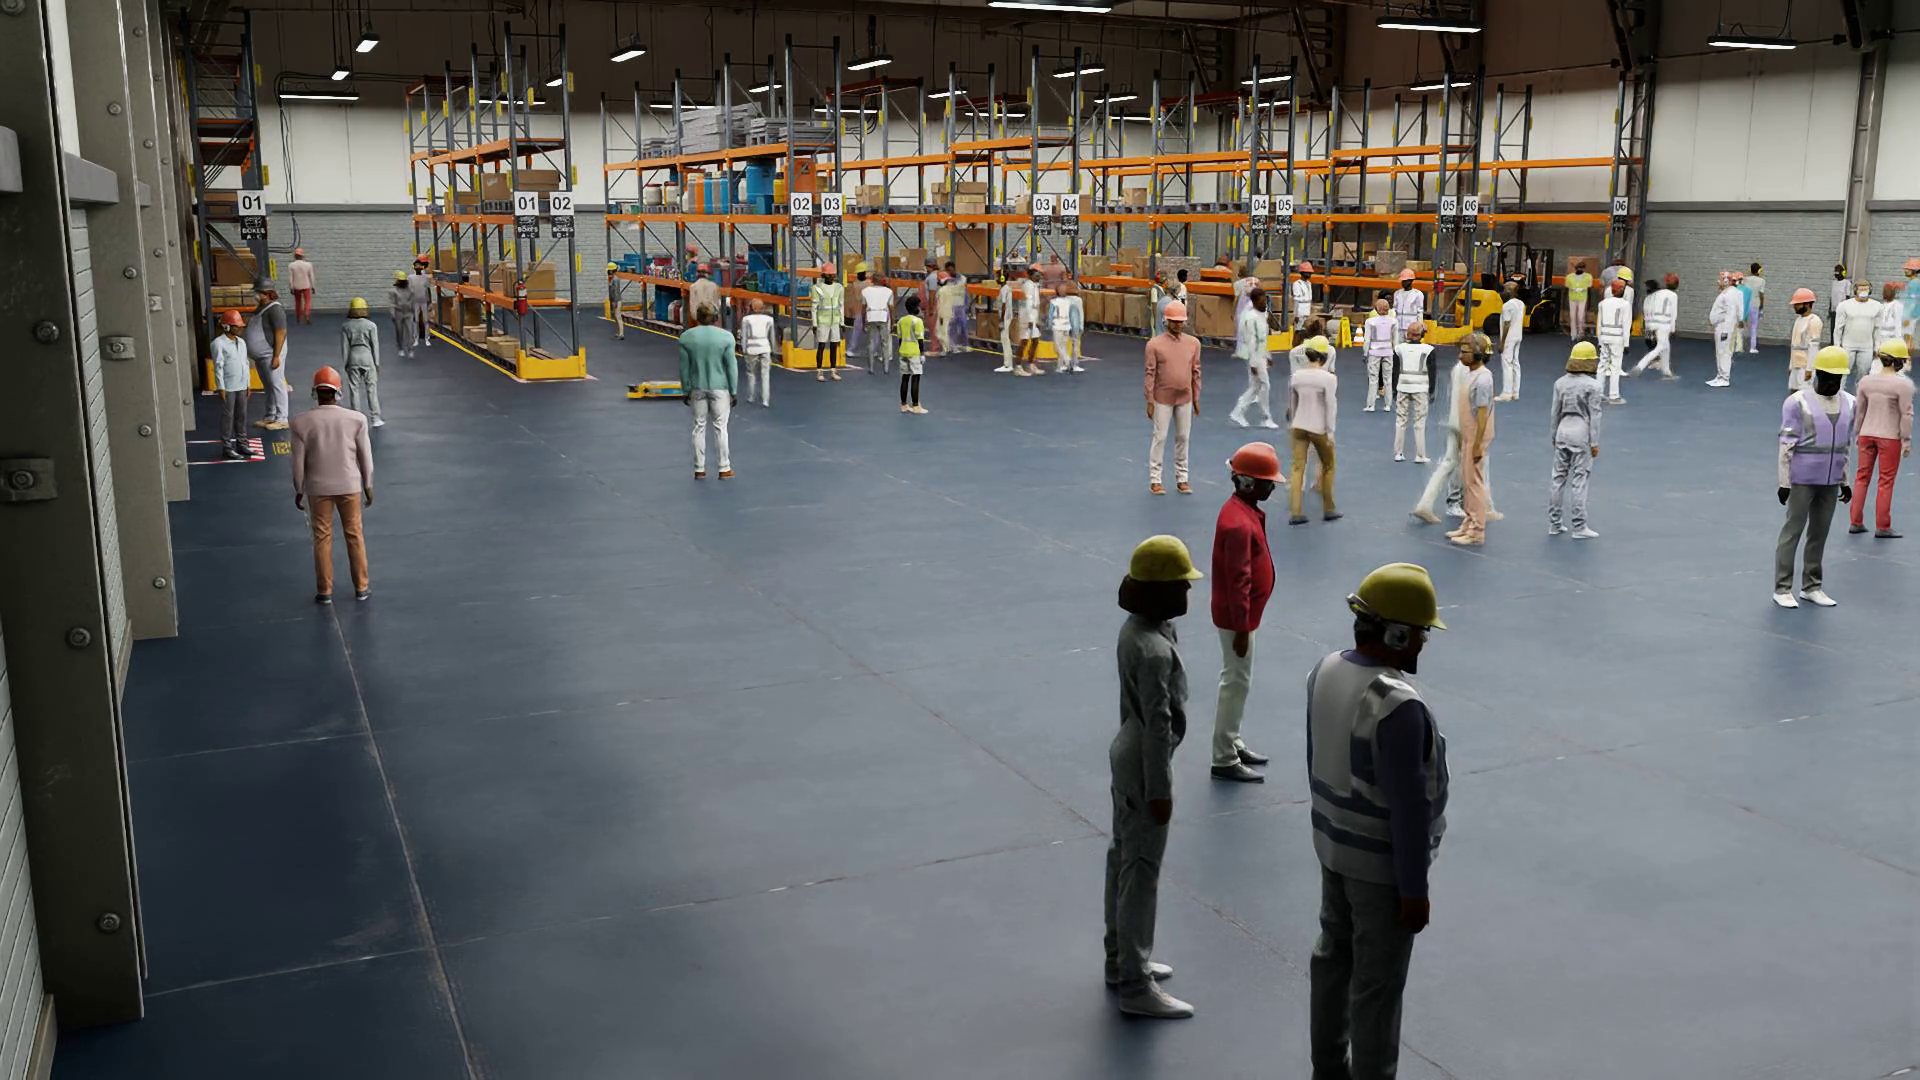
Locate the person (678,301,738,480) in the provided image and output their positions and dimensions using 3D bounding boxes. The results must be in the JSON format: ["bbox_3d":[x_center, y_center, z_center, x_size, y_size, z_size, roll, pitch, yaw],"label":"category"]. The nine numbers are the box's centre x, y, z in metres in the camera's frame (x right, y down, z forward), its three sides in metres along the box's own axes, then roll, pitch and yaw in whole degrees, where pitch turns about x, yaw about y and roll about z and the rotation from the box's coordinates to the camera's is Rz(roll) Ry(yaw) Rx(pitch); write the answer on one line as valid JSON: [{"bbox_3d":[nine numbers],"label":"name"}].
[{"bbox_3d":[-2.703,-1.607,17.959,0.635,1.937,0.361,1,11,6],"label":"person"}]

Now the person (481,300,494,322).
[{"bbox_3d":[-12.559,-6.676,43.988,0.560,1.836,0.389,4,12,19],"label":"person"}]

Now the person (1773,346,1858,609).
[{"bbox_3d":[6.259,-0.455,12.137,0.594,1.922,0.381,-2,11,-12],"label":"person"}]

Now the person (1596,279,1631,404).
[{"bbox_3d":[9.895,-3.002,25.186,0.340,1.883,0.581,-6,12,-27],"label":"person"}]

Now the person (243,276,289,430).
[{"bbox_3d":[-9.280,-2.499,22.231,0.538,2.000,0.683,-10,15,-41],"label":"person"}]

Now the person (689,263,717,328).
[{"bbox_3d":[-4.789,-4.235,31.311,0.606,1.953,0.969,-7,13,-32],"label":"person"}]

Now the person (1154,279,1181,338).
[{"bbox_3d":[3.033,-2.852,24.343,0.390,1.925,0.623,-1,11,-4],"label":"person"}]

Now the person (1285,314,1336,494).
[{"bbox_3d":[3.590,-1.389,17.091,0.508,1.846,0.345,-3,12,-17],"label":"person"}]

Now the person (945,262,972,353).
[{"bbox_3d":[-0.070,-4.772,34.220,0.658,1.881,0.552,-2,11,-12],"label":"person"}]

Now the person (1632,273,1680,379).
[{"bbox_3d":[12.058,-3.674,28.685,0.872,1.859,0.616,-2,11,-9],"label":"person"}]

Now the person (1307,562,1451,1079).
[{"bbox_3d":[1.296,0.968,5.170,0.403,1.822,0.589,-3,12,-16],"label":"person"}]

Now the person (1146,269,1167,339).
[{"bbox_3d":[3.628,-4.048,30.597,0.383,1.845,0.570,3,12,17],"label":"person"}]

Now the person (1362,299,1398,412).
[{"bbox_3d":[6.088,-2.665,24.096,0.523,1.640,0.306,-1,11,-6],"label":"person"}]

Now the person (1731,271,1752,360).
[{"bbox_3d":[15.197,-4.401,32.665,0.602,1.731,0.400,-2,11,-12],"label":"person"}]

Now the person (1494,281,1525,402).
[{"bbox_3d":[8.410,-3.029,25.426,0.517,1.842,0.325,-10,15,-41],"label":"person"}]

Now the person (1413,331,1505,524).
[{"bbox_3d":[4.649,-1.026,15.392,0.960,1.807,0.514,-5,12,-23],"label":"person"}]

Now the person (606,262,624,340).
[{"bbox_3d":[-7.863,-5.425,37.831,0.349,1.759,0.522,-4,12,-21],"label":"person"}]

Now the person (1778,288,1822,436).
[{"bbox_3d":[10.708,-2.233,21.192,0.390,1.923,0.549,1,11,3],"label":"person"}]

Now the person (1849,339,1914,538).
[{"bbox_3d":[8.234,-0.904,14.827,0.326,1.766,0.533,-5,12,-25],"label":"person"}]

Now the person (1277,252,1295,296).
[{"bbox_3d":[9.046,-7.138,46.336,0.590,1.833,0.403,5,12,22],"label":"person"}]

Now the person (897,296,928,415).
[{"bbox_3d":[-0.685,-2.645,23.859,0.321,1.693,0.530,-9,14,-39],"label":"person"}]

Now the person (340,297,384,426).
[{"bbox_3d":[-8.101,-2.403,22.508,0.487,1.741,0.312,-1,11,-5],"label":"person"}]

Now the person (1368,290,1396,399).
[{"bbox_3d":[6.560,-3.035,25.831,0.532,1.697,0.319,-7,13,-33],"label":"person"}]

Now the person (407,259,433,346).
[{"bbox_3d":[-11.708,-5.137,36.064,0.514,1.876,0.328,-3,12,-16],"label":"person"}]

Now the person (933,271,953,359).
[{"bbox_3d":[-0.335,-4.431,32.813,0.359,1.738,0.578,4,12,19],"label":"person"}]

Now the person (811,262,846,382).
[{"bbox_3d":[-2.237,-3.728,28.471,0.613,2.041,0.393,-6,13,-28],"label":"person"}]

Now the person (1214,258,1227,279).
[{"bbox_3d":[7.526,-7.382,48.205,0.507,1.578,0.829,-5,12,-26],"label":"person"}]

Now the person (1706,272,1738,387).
[{"bbox_3d":[12.684,-3.506,27.691,0.401,1.907,0.646,4,12,17],"label":"person"}]

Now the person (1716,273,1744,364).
[{"bbox_3d":[14.755,-4.237,31.848,0.393,1.737,0.618,-5,12,-22],"label":"person"}]

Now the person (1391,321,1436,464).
[{"bbox_3d":[5.236,-1.704,19.215,0.521,1.639,0.311,8,14,36],"label":"person"}]

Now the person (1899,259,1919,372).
[{"bbox_3d":[17.283,-4.091,30.304,0.369,2.048,0.607,6,13,29],"label":"person"}]

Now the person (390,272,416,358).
[{"bbox_3d":[-11.168,-4.516,33.334,0.493,1.705,0.857,-6,13,-28],"label":"person"}]

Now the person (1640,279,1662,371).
[{"bbox_3d":[12.777,-3.960,30.618,0.349,1.659,0.643,-1,11,-7],"label":"person"}]

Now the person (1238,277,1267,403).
[{"bbox_3d":[4.442,-3.045,25.352,0.401,1.906,0.651,0,11,1],"label":"person"}]

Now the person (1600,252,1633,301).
[{"bbox_3d":[14.499,-5.355,36.745,0.682,2.000,0.535,6,13,27],"label":"person"}]

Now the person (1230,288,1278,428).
[{"bbox_3d":[3.980,-2.437,22.344,0.656,1.875,0.671,4,12,20],"label":"person"}]

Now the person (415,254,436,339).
[{"bbox_3d":[-12.302,-5.587,38.182,0.368,1.939,0.542,-6,13,-30],"label":"person"}]
